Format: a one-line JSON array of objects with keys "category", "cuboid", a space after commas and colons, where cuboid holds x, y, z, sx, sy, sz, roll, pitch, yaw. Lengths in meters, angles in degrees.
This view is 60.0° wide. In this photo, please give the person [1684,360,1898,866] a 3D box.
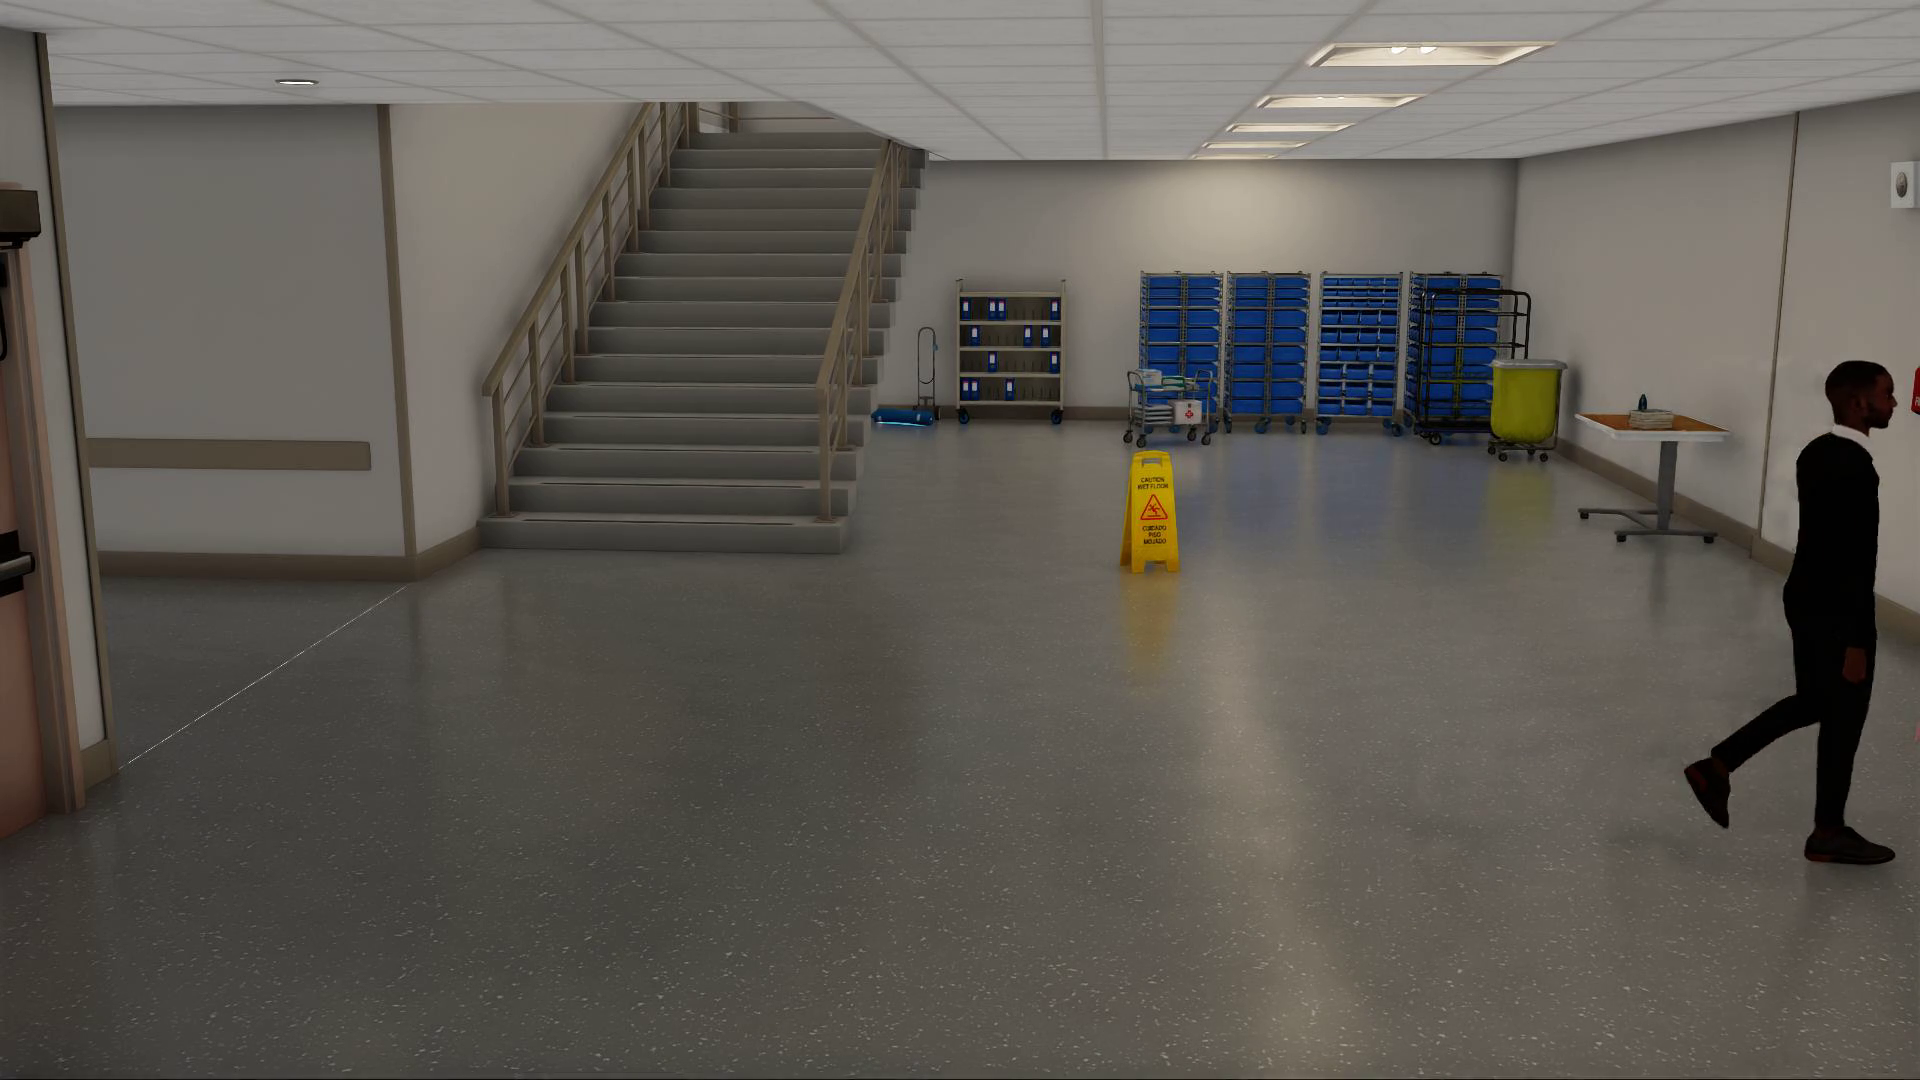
[{"category": "person", "cuboid": [2.984, 0.266, 5.884, 0.735, 1.799, 0.885, 2, 11, 9]}]
